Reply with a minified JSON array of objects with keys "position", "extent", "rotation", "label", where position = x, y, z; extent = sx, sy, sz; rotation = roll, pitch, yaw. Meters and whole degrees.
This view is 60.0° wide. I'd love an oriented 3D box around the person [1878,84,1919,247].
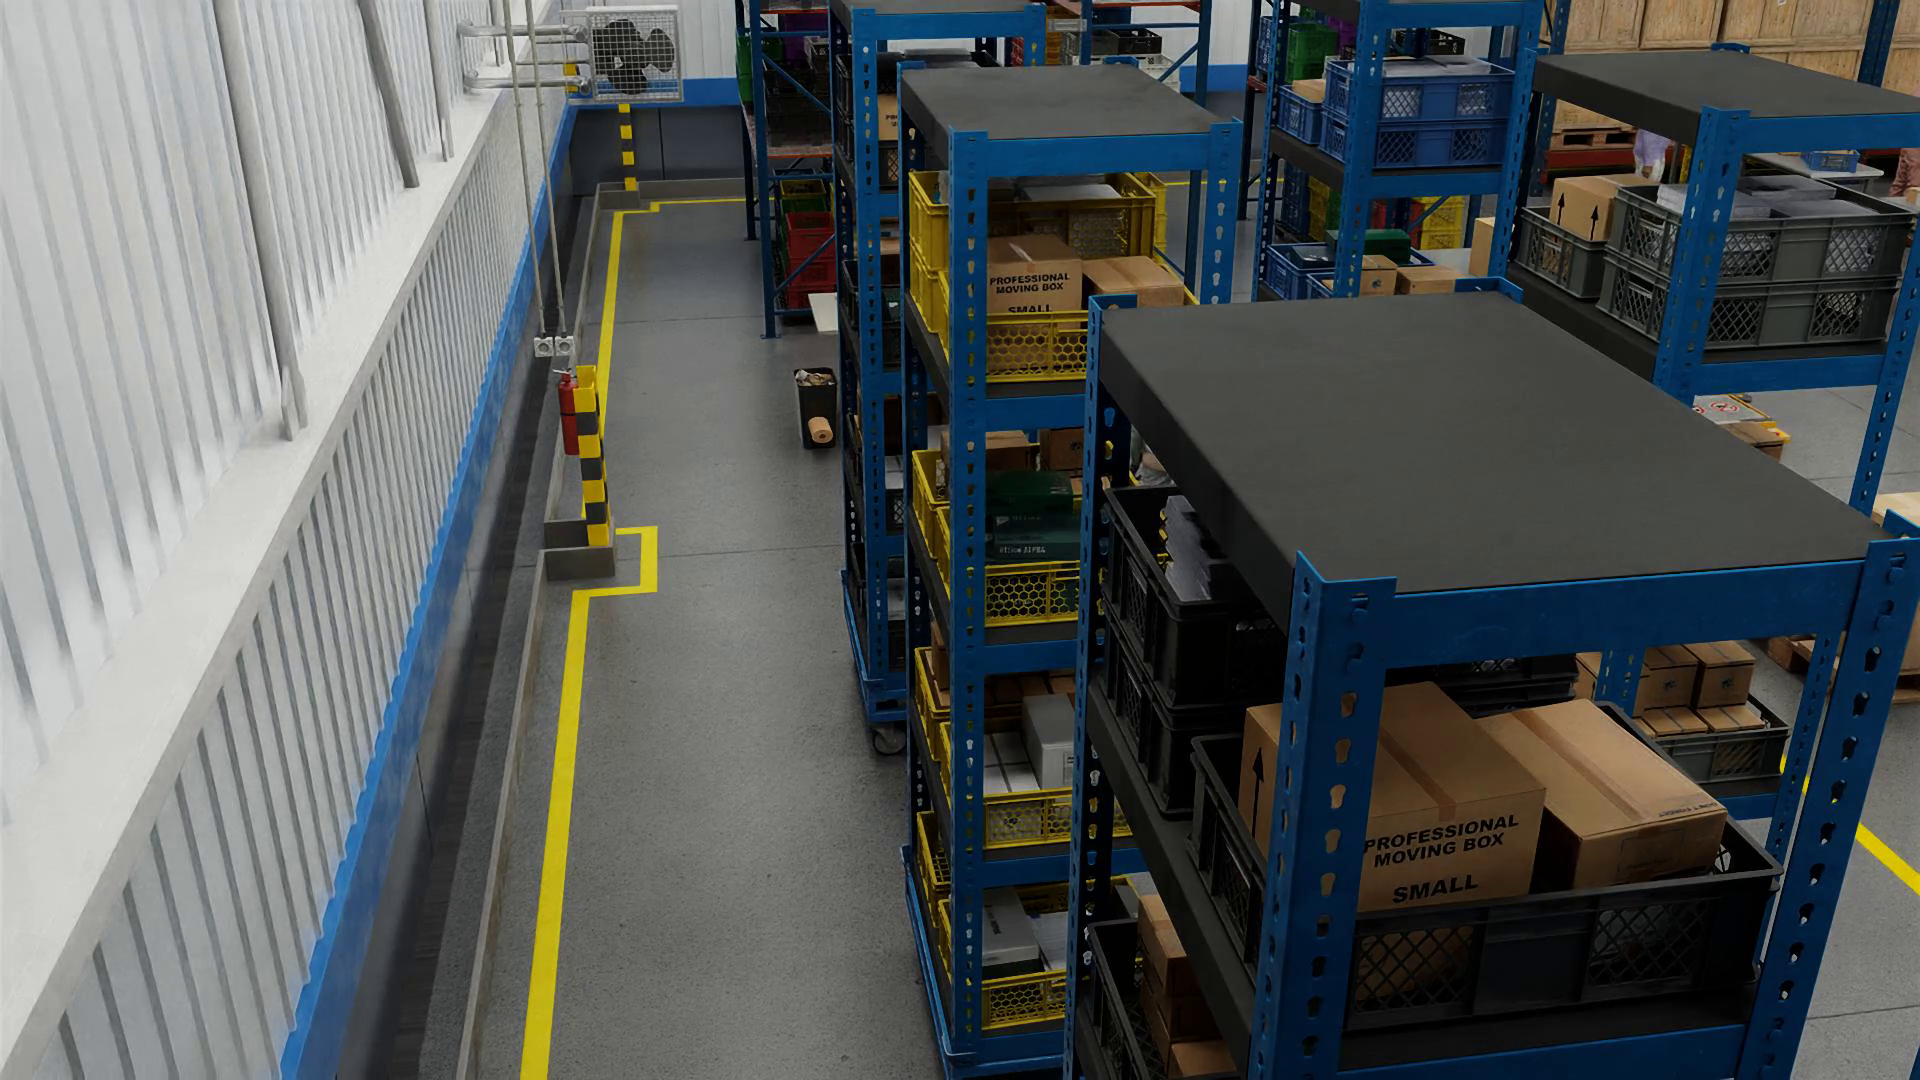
[{"position":[9.814,-3.951,16.929],"extent":[0.397,1.899,0.644],"rotation":[2,25,5],"label":"person"}]
